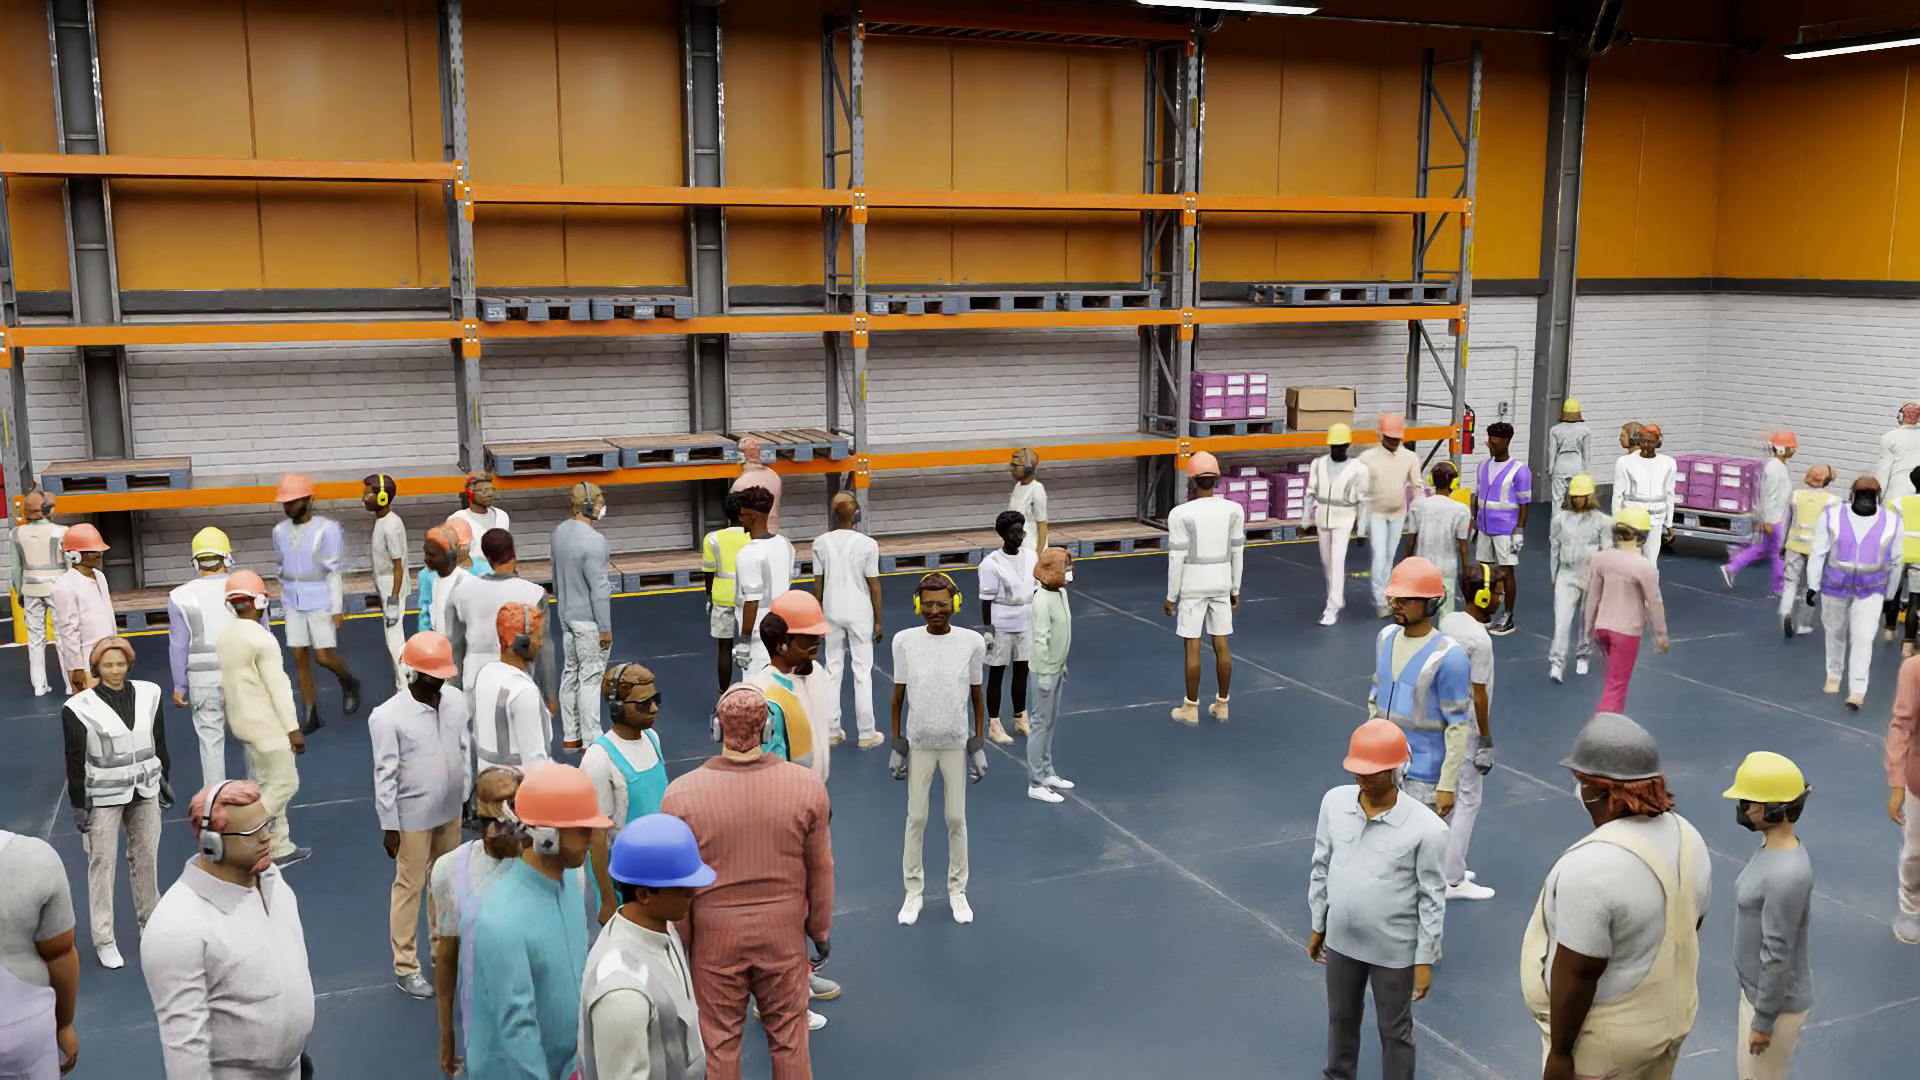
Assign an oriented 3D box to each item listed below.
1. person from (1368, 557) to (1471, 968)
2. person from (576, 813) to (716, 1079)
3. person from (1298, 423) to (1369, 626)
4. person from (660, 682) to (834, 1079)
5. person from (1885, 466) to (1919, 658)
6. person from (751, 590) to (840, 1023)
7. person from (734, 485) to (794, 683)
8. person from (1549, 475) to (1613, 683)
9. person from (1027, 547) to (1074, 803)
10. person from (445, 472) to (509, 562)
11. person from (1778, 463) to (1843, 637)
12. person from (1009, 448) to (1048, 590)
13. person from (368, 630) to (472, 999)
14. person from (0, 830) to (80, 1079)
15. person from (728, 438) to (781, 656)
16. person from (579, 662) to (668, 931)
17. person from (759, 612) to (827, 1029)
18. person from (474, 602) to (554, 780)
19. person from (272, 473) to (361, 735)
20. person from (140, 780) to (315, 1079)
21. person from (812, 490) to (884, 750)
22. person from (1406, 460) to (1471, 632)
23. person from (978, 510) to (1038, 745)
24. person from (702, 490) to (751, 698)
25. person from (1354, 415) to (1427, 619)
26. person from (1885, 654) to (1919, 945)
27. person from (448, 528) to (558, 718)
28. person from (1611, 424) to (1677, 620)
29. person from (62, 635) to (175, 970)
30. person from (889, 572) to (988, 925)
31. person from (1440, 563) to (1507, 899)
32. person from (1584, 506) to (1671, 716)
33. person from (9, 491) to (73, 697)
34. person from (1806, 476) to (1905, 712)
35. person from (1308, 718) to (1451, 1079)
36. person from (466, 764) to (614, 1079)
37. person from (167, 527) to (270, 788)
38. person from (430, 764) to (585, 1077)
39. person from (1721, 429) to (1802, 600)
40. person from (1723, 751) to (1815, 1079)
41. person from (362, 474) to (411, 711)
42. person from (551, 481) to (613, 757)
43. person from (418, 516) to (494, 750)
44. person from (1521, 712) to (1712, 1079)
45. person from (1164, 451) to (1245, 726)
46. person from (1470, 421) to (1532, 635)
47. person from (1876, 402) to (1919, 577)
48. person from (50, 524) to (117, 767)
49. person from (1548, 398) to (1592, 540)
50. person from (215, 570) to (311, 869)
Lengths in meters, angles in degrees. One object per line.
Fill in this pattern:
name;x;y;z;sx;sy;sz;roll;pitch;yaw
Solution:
person;2.182;1.089;8.120;0.373;2.046;0.616;-5;11;-25
person;-0.894;1.719;4.805;0.416;1.941;0.609;-1;10;-4
person;3.572;-0.172;15.844;0.596;1.918;0.675;8;13;40
person;-0.804;1.476;6.297;0.652;1.906;0.403;-2;10;-14
person;8.366;0.166;14.575;0.540;1.651;0.788;7;12;35
person;-0.755;1.203;7.612;0.395;1.994;0.612;4;11;21
person;-1.324;0.608;11.126;0.361;1.963;0.612;4;11;21
person;5.050;0.318;13.578;0.491;1.696;0.901;4;11;24
person;0.590;0.848;10.699;0.285;1.634;0.499;3;10;19
person;-3.649;0.396;12.684;0.390;1.850;0.564;6;11;31
person;7.648;0.107;15.056;0.525;1.613;0.661;9;13;41
person;0.575;0.126;14.248;0.347;1.846;0.505;-4;11;-22
person;-2.510;1.278;7.902;0.348;1.740;0.573;5;11;27
person;-3.199;1.576;5.333;0.683;2.000;0.538;-6;12;-32
person;-1.829;0.059;14.478;0.423;1.903;0.685;4;11;23
person;-1.348;1.406;6.875;0.346;1.846;0.505;3;10;17
person;-0.806;1.247;7.576;0.392;1.922;0.591;0;10;-2
person;-2.081;1.220;7.826;0.346;1.886;0.578;-7;12;-37
person;-4.720;0.449;12.162;0.566;1.922;0.553;2;10;12
person;-2.207;1.670;5.175;0.405;1.911;0.636;1;10;5
person;-0.784;0.566;11.718;0.506;1.847;0.346;3;10;16
person;3.806;0.289;13.282;0.532;1.860;0.329;6;12;32
person;0.354;0.615;11.884;0.538;1.690;0.320;-8;13;-40
person;-1.690;0.468;12.704;0.540;1.695;0.317;0;10;-2
person;4.142;-0.224;15.975;0.648;1.937;0.975;-1;10;-5
person;4.806;1.160;8.049;0.605;1.944;1.068;5;11;27
person;-2.694;0.877;9.863;0.661;1.872;0.671;3;10;14
person;6.505;-0.172;15.850;0.584;1.883;0.339;1;10;4
person;-4.148;1.274;8.233;0.306;1.637;0.522;6;12;32
person;-0.114;1.081;8.676;0.520;1.871;0.326;0;10;-2
person;2.751;1.033;9.015;0.340;1.855;0.526;-1;10;-8
person;4.687;0.635;11.620;0.701;1.742;0.545;-4;10;-19
person;-7.178;0.431;13.092;0.513;1.637;0.313;0;10;-1
person;6.915;0.393;12.887;0.639;1.793;0.985;6;11;29
person;1.580;1.532;6.417;0.560;1.750;0.331;9;13;42
person;-1.246;1.654;5.167;1.058;1.925;0.636;3;10;15
person;-4.553;0.829;10.254;0.601;1.824;0.403;-8;13;-38
person;-1.505;1.633;5.610;0.511;1.836;0.357;-1;10;-4
person;8.189;-0.275;16.887;0.721;1.734;0.564;5;11;28
person;2.858;1.616;5.940;0.341;1.755;0.532;4;11;22
person;-4.259;0.430;12.414;0.311;1.874;0.530;-4;11;-23
person;-2.593;0.555;11.506;0.355;1.937;0.634;-8;13;-39
person;-3.332;0.705;11.175;0.563;1.752;0.341;-4;11;-22
person;2.114;1.550;5.483;0.691;2.000;0.535;-7;12;-35
person;1.796;0.361;12.330;0.605;2.042;0.383;-3;10;-17
person;4.939;-0.112;15.287;0.361;1.957;0.617;-5;11;-28
person;10.103;-0.529;17.849;0.655;1.906;0.407;-1;10;-4
person;-5.668;0.759;10.868;0.324;1.752;0.563;-1;10;-5
person;7.352;-0.838;20.096;0.487;1.746;0.287;3;10;17
person;-3.941;1.036;9.358;0.632;1.720;0.512;9;13;43
